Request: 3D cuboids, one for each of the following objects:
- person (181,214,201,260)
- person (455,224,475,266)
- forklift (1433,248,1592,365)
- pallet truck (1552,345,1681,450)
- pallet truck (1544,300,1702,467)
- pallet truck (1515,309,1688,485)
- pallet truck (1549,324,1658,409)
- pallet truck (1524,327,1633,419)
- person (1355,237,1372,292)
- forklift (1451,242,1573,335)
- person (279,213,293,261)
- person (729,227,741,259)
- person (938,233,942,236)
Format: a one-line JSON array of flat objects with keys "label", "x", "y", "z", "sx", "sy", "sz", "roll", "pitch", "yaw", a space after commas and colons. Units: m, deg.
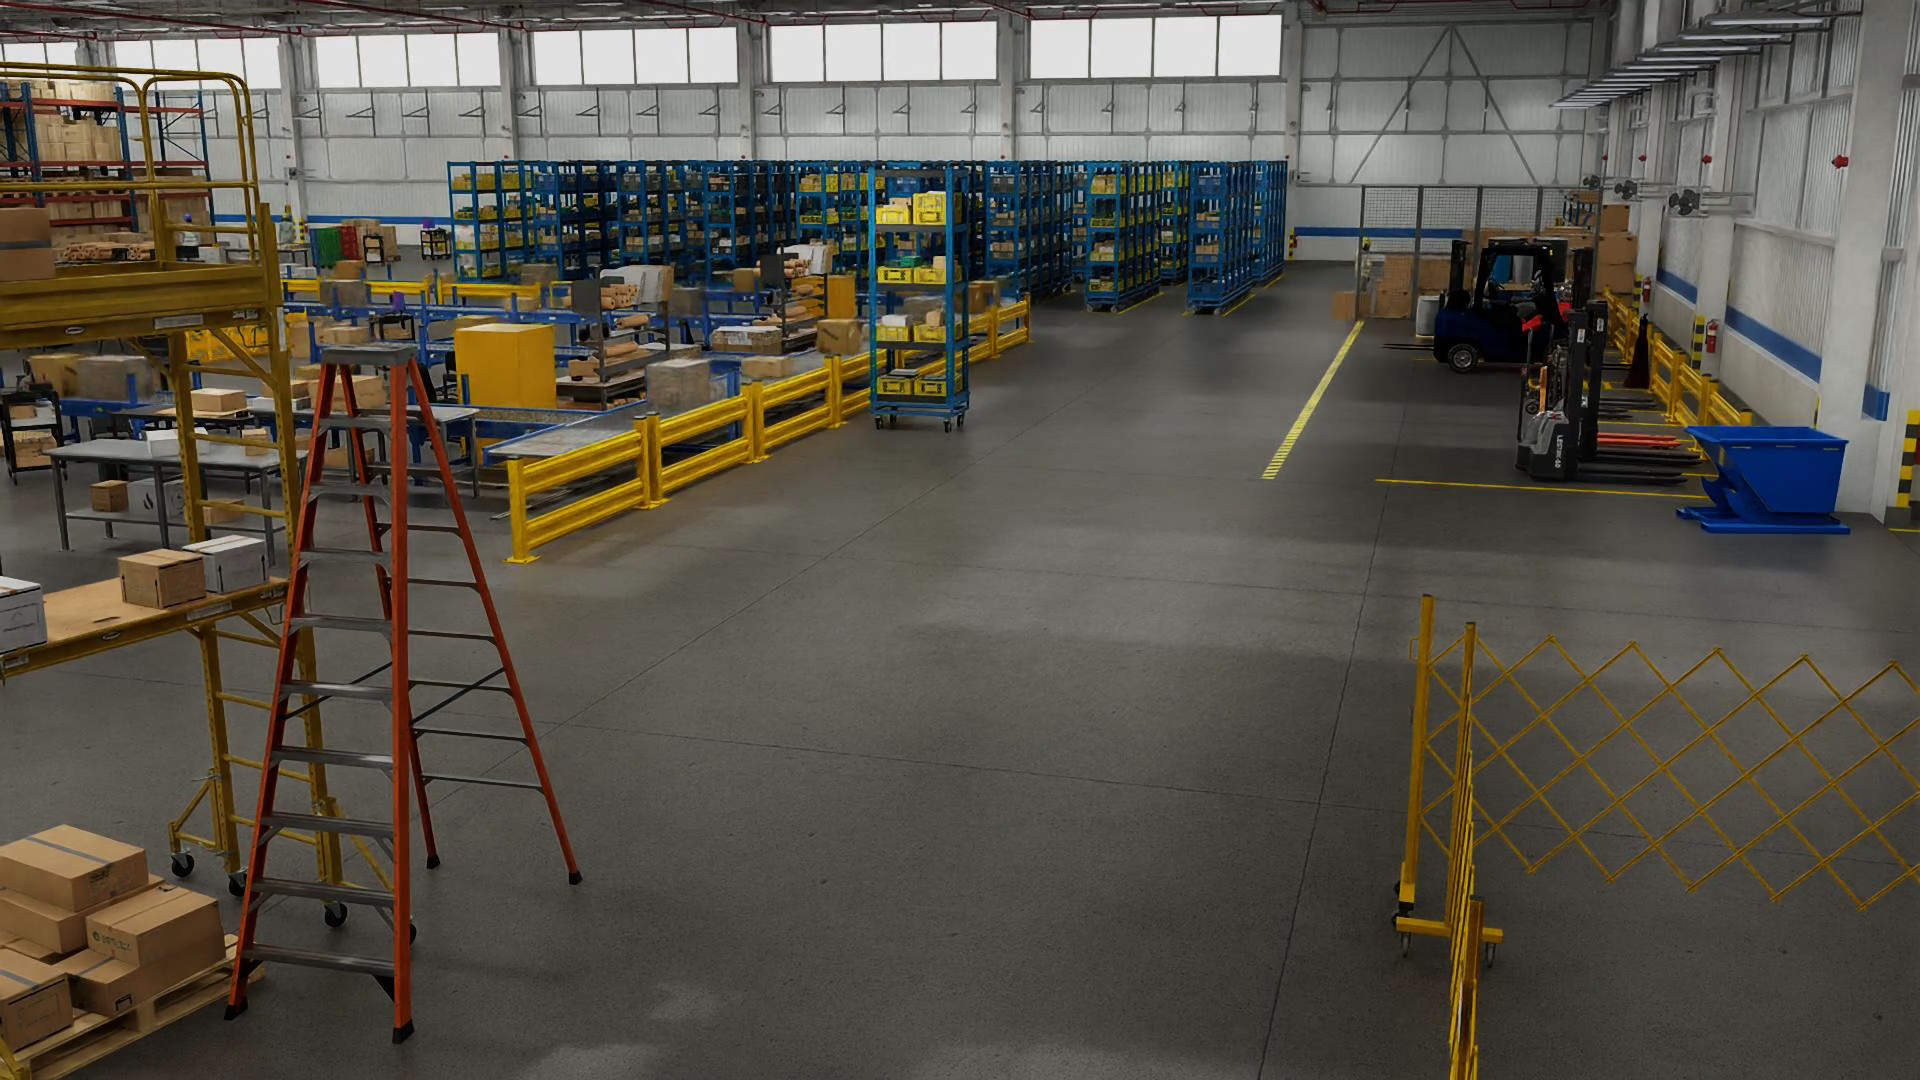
[{"label": "person", "x": -24.812, "y": -9.538, "z": 53.615, "sx": 0.607, "sy": 1.911, "sz": 0.948, "roll": -3, "pitch": 13, "yaw": -12}, {"label": "person", "x": -14.781, "y": -8.707, "z": 50.099, "sx": 0.663, "sy": 1.859, "sz": 0.952, "roll": 1, "pitch": 13, "yaw": 3}, {"label": "forklift", "x": 9.780, "y": -4.111, "z": 29.280, "sx": 2.680, "sy": 1.987, "sz": 1.157, "roll": 3, "pitch": 13, "yaw": 14}, {"label": "pallet truck", "x": 8.641, "y": -1.896, "z": 21.908, "sx": 1.630, "sy": 1.274, "sz": 0.653, "roll": 4, "pitch": 14, "yaw": 16}, {"label": "pallet truck", "x": 8.263, "y": -1.952, "z": 20.631, "sx": 1.885, "sy": 1.965, "sz": 0.823, "roll": 5, "pitch": 14, "yaw": 20}, {"label": "pallet truck", "x": 7.554, "y": -1.677, "z": 19.446, "sx": 1.885, "sy": 1.965, "sz": 0.823, "roll": 3, "pitch": 13, "yaw": 14}, {"label": "pallet truck", "x": 9.824, "y": -2.669, "z": 25.407, "sx": 1.601, "sy": 1.201, "sz": 0.680, "roll": 4, "pitch": 14, "yaw": 16}, {"label": "pallet truck", "x": 9.065, "y": -2.460, "z": 24.370, "sx": 1.522, "sy": 1.261, "sz": 0.704, "roll": 3, "pitch": 13, "yaw": 14}, {"label": "person", "x": 9.816, "y": -6.452, "z": 40.464, "sx": 0.404, "sy": 1.824, "sz": 0.586, "roll": 10, "pitch": 16, "yaw": 37}, {"label": "forklift", "x": 10.464, "y": -4.597, "z": 31.405, "sx": 2.680, "sy": 1.987, "sz": 1.157, "roll": 4, "pitch": 14, "yaw": 16}, {"label": "person", "x": -24.169, "y": -10.865, "z": 59.734, "sx": 0.493, "sy": 1.720, "sz": 0.661, "roll": -12, "pitch": 18, "yaw": -43}, {"label": "person", "x": -7.107, "y": -9.205, "z": 51.967, "sx": 0.382, "sy": 1.995, "sz": 0.612, "roll": 12, "pitch": 18, "yaw": 42}, {"label": "person", "x": -0.529, "y": -8.245, "z": 48.233, "sx": 0.931, "sy": 1.800, "sz": 0.607, "roll": 5, "pitch": 14, "yaw": 22}]
